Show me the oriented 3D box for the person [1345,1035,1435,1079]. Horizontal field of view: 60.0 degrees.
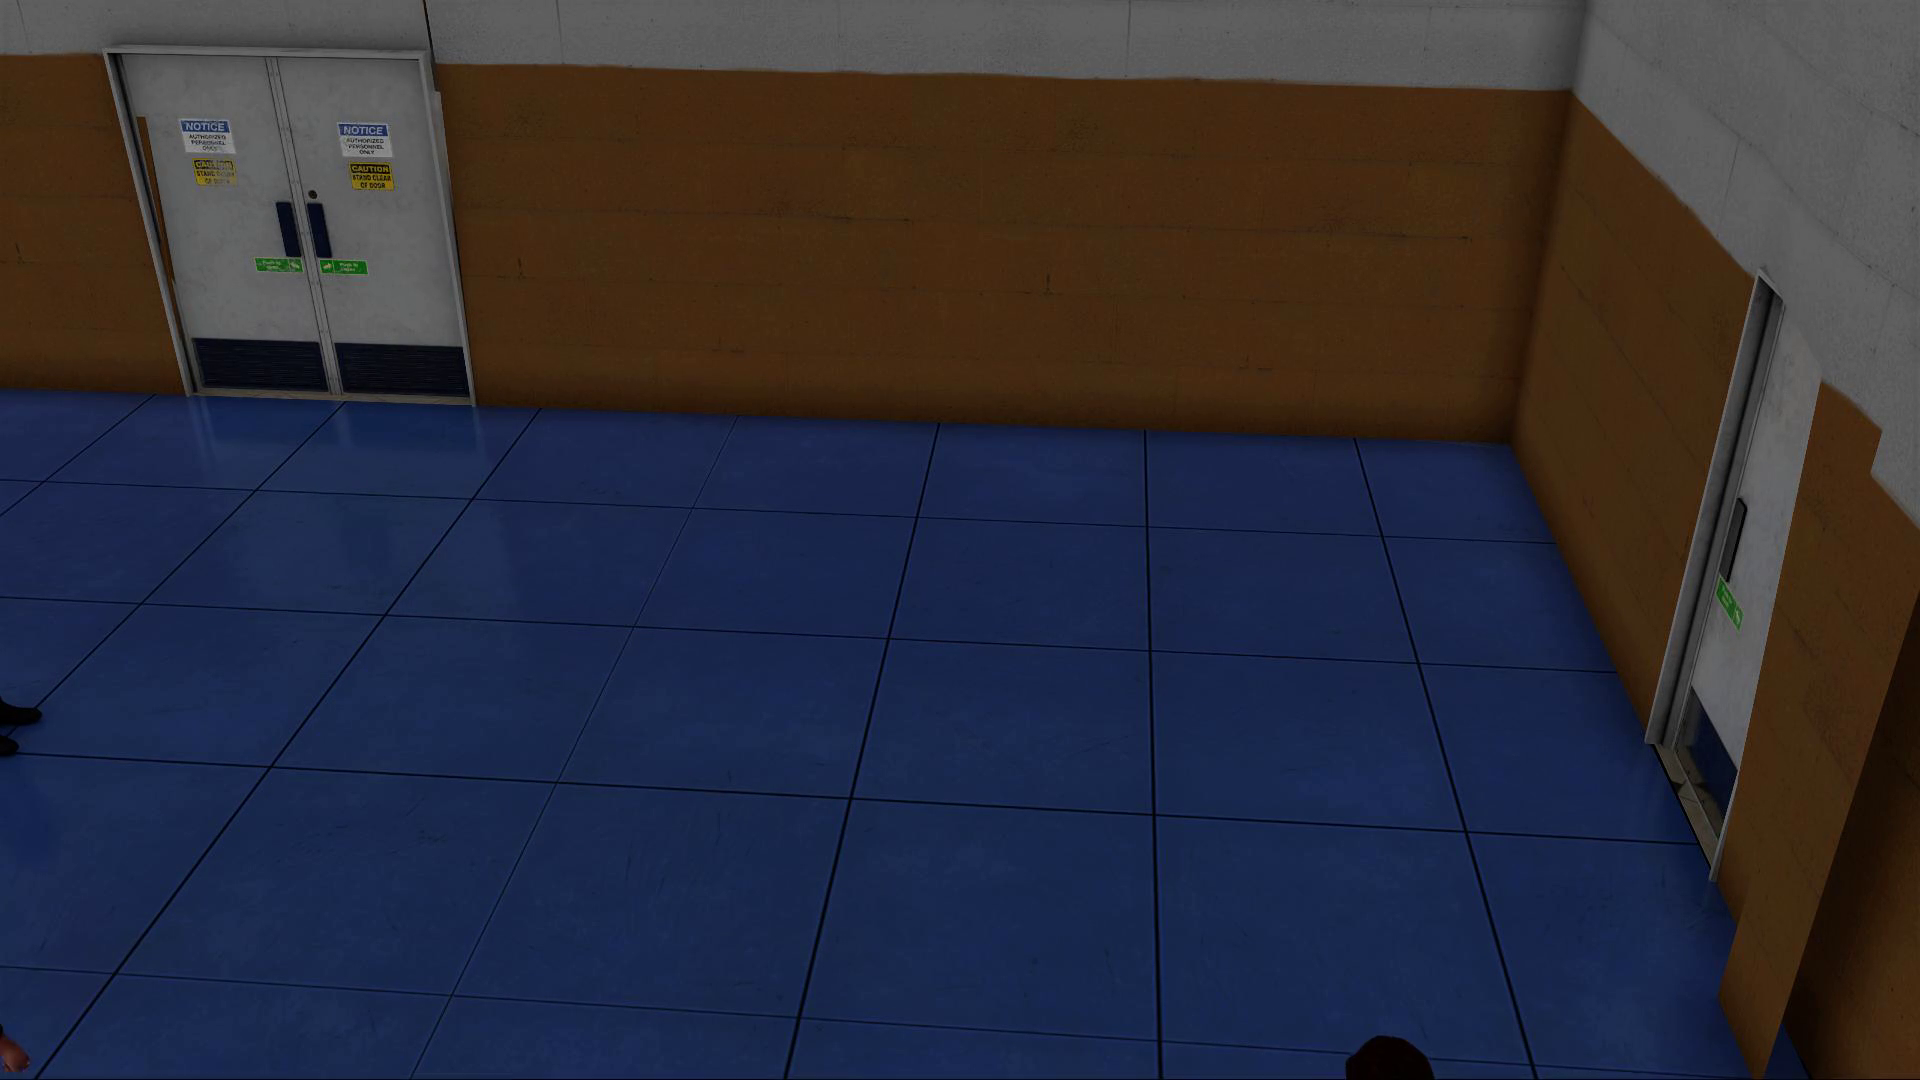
[{"bbox_3d":[0.963,1.878,4.256,0.677,1.650,0.716,-18,33,-29],"label":"person"}]
